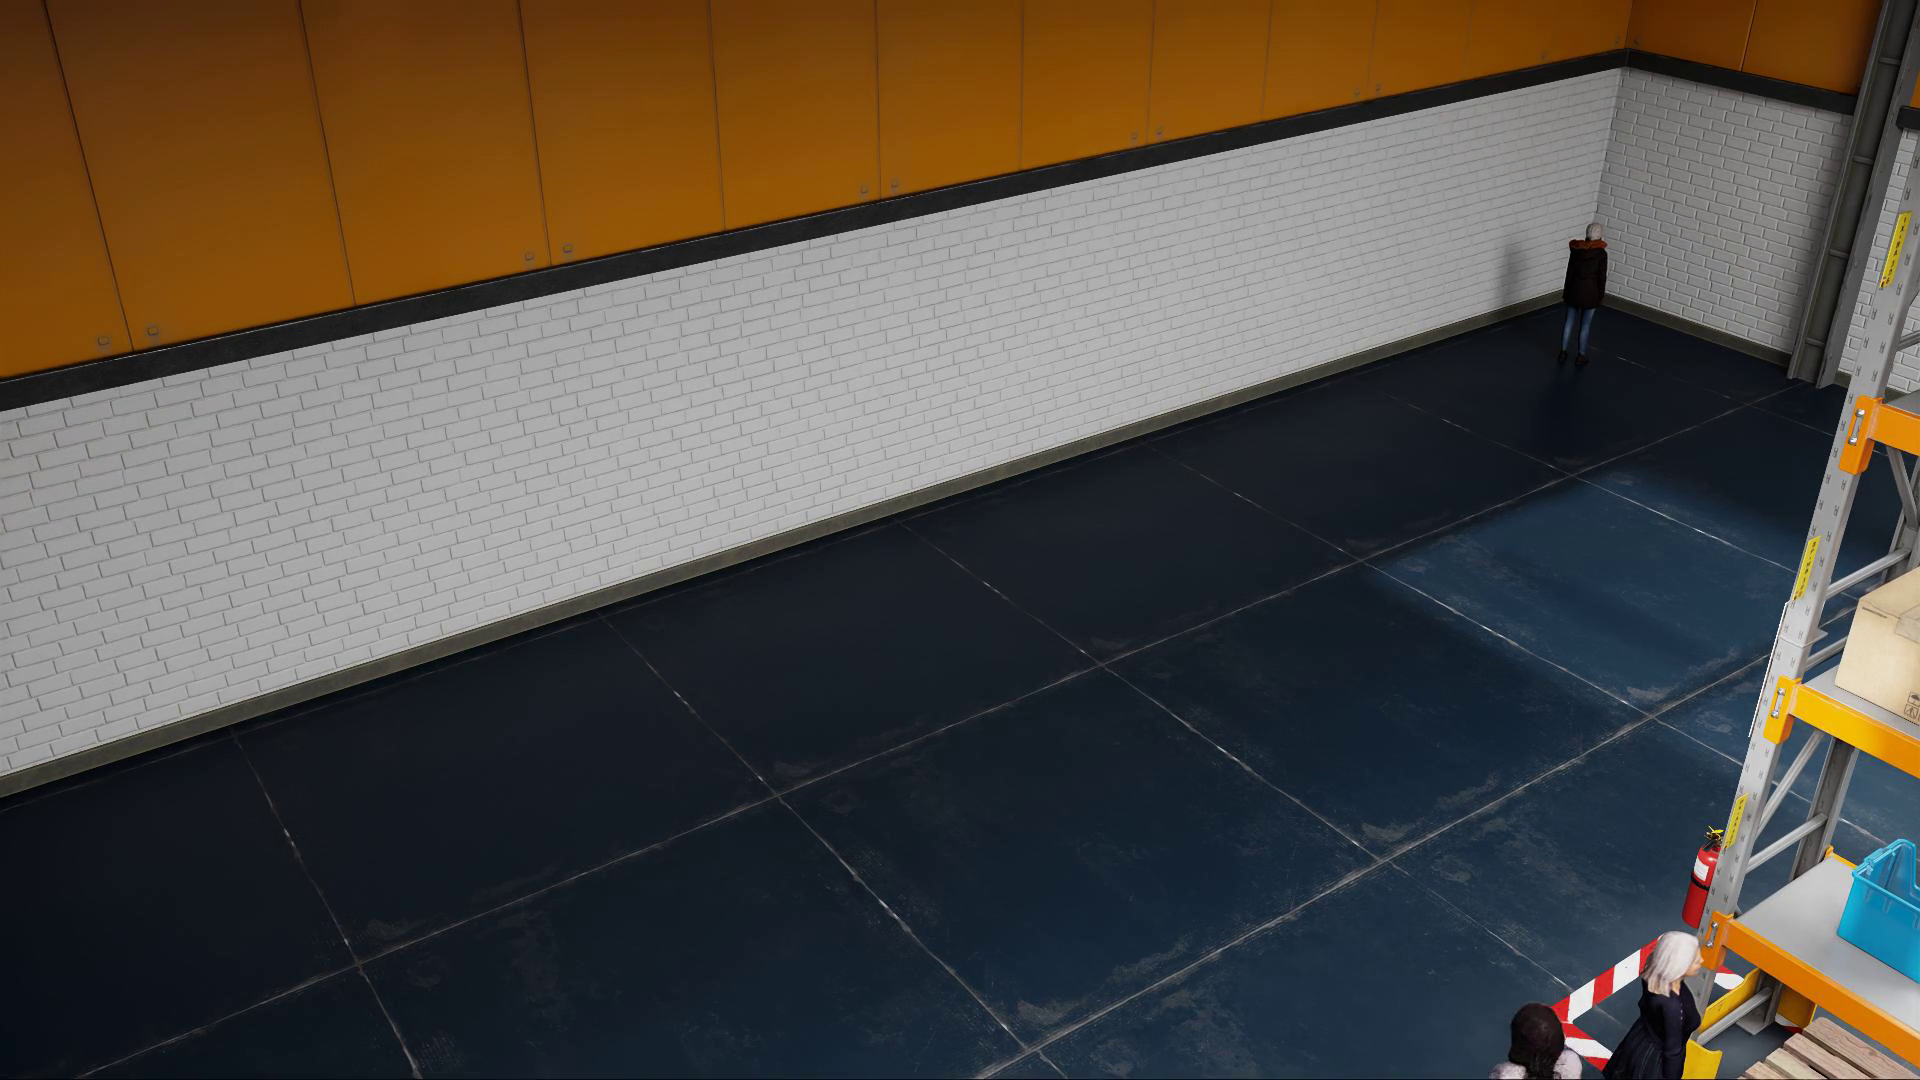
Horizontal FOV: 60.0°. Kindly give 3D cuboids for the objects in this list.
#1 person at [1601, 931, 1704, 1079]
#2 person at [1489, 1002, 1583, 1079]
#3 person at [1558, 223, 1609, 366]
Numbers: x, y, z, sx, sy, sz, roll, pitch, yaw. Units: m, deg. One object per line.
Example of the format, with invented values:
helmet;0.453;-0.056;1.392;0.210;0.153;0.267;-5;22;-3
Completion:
person;3.545;2.692;8.517;0.757;1.747;0.684;2;29;4
person;2.821;3.003;8.137;0.937;1.565;1.170;-4;29;-8
person;6.990;-2.772;18.653;0.657;1.634;0.769;19;34;31
